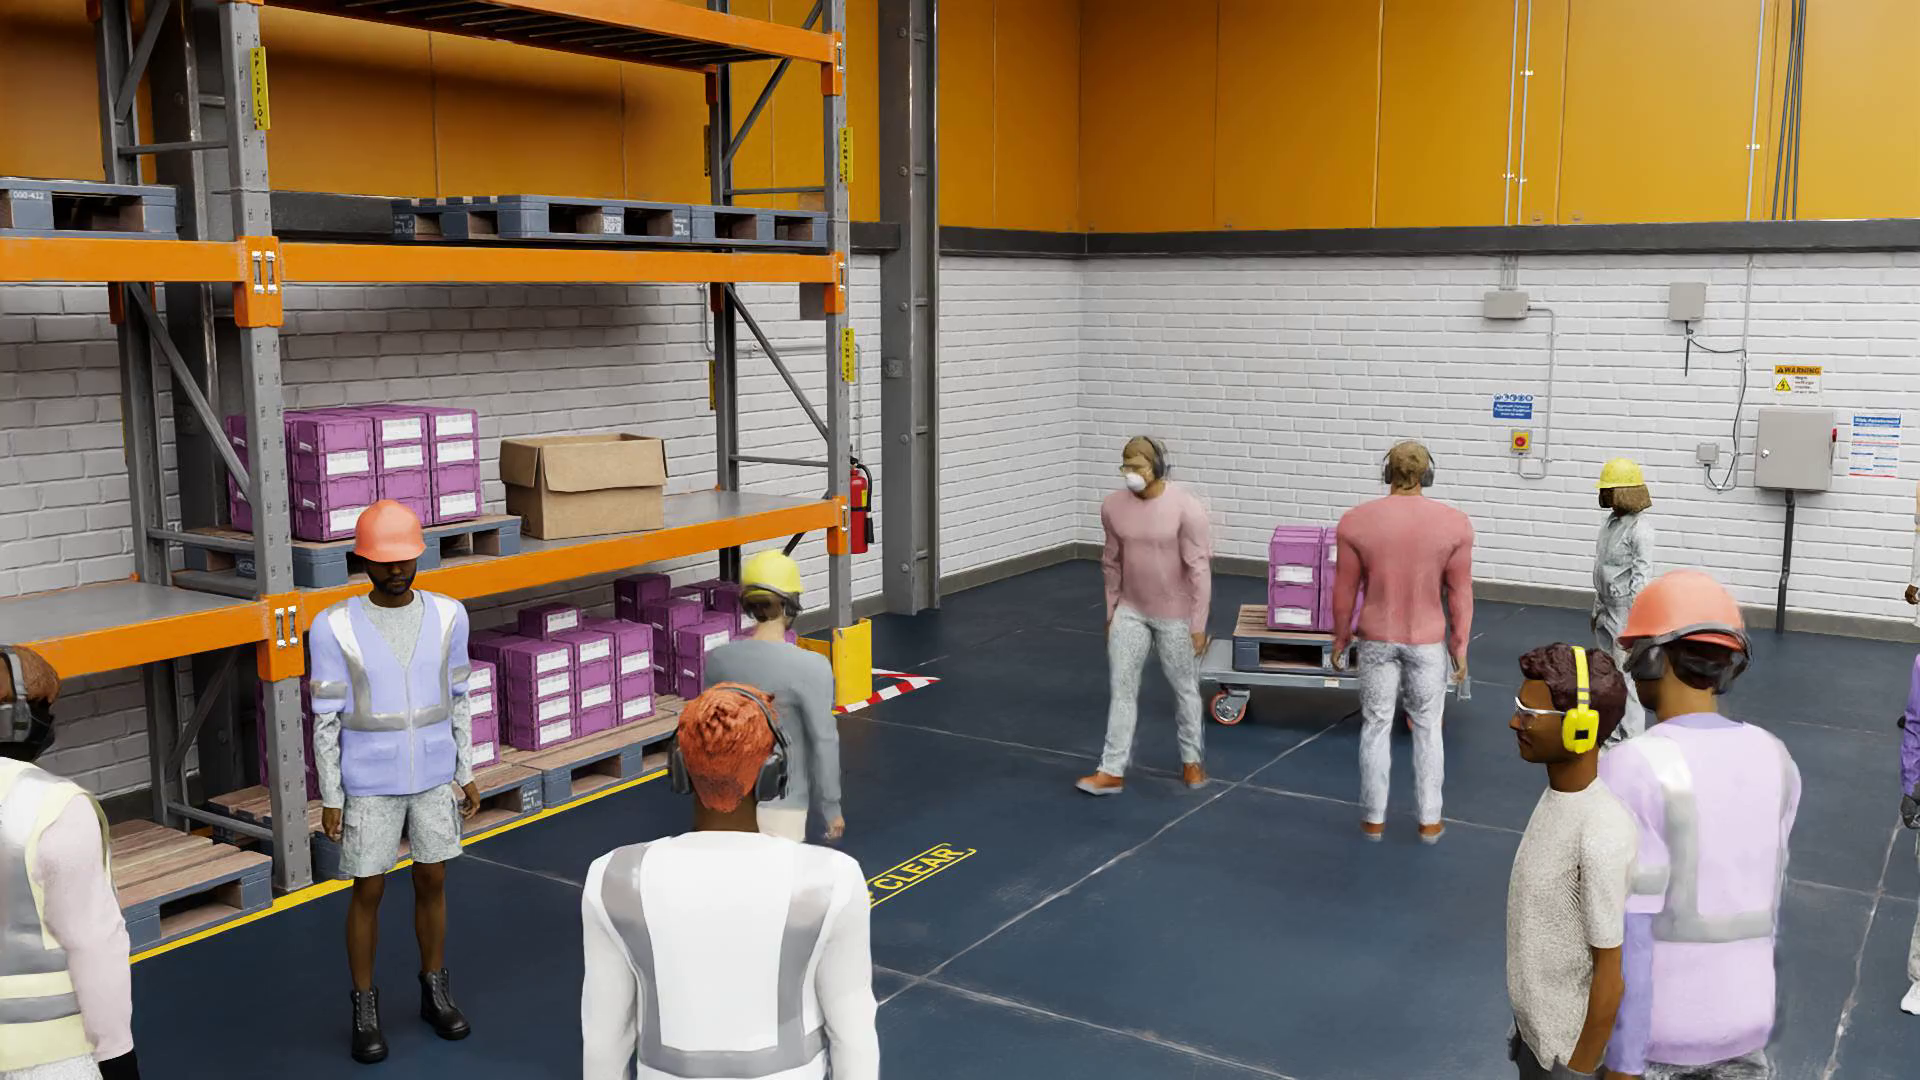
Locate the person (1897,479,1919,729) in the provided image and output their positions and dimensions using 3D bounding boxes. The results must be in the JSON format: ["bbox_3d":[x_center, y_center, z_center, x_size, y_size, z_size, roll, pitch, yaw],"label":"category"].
[{"bbox_3d":[5.834,0.196,9.765,0.545,1.943,0.347,0,9,-1],"label":"person"}]

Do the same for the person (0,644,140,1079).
[{"bbox_3d":[-2.186,1.152,3.895,0.619,1.838,0.430,2,9,14],"label":"person"}]

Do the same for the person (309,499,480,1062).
[{"bbox_3d":[-1.926,0.817,5.739,0.550,1.935,0.375,-6,11,-35],"label":"person"}]

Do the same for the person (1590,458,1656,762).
[{"bbox_3d":[3.546,0.419,8.997,0.318,1.737,0.486,0,9,-1],"label":"person"}]

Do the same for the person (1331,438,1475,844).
[{"bbox_3d":[2.096,0.486,7.896,0.640,1.937,0.368,2,9,15],"label":"person"}]

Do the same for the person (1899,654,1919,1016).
[{"bbox_3d":[3.639,0.940,5.943,0.509,1.629,0.316,6,11,35],"label":"person"}]

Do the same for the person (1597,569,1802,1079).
[{"bbox_3d":[1.657,1.081,3.834,0.633,1.999,0.604,-4,10,-24],"label":"person"}]

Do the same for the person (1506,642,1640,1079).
[{"bbox_3d":[1.345,1.150,3.794,0.328,1.872,0.513,1,9,7],"label":"person"}]

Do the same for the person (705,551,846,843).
[{"bbox_3d":[-0.683,0.919,5.792,0.542,1.732,0.612,6,10,33],"label":"person"}]

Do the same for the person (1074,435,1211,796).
[{"bbox_3d":[1.014,0.402,8.649,0.648,1.899,0.835,6,11,35],"label":"person"}]

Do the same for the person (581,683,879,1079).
[{"bbox_3d":[-0.451,1.215,3.329,0.577,1.882,0.349,0,9,1],"label":"person"}]
